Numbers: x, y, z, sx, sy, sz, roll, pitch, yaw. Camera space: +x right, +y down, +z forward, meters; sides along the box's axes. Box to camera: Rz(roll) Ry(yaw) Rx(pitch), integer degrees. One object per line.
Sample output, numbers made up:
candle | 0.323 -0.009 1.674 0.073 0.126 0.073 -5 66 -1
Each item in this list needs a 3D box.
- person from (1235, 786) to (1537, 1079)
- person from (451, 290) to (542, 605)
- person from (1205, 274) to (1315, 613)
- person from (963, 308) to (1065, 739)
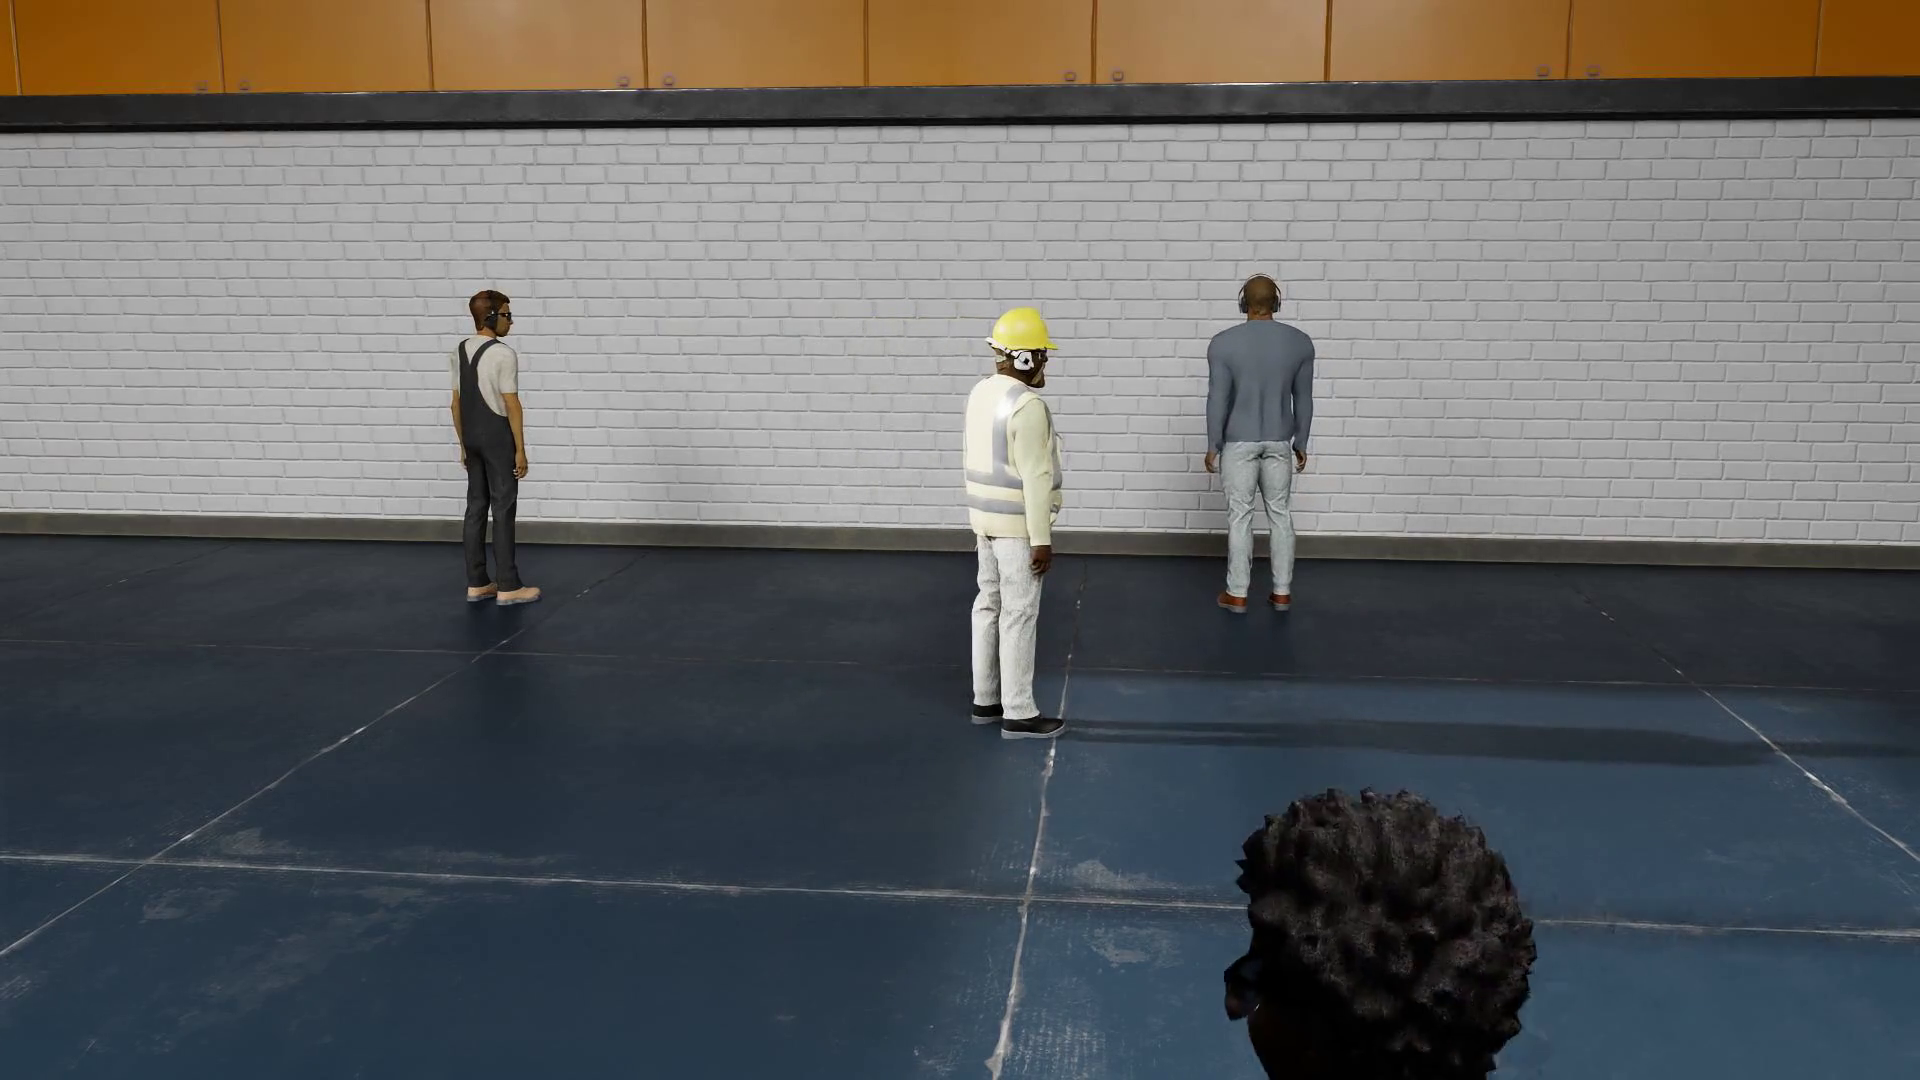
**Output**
person | 0.385 1.028 1.308 0.649 1.678 0.538 9 14 43
person | -2.748 -0.539 9.764 0.516 1.841 0.326 6 12 31
person | 1.707 -0.546 9.537 0.633 1.936 0.353 -1 10 -8
person | 0.239 -0.073 7.127 0.404 1.830 0.601 -5 11 -26
